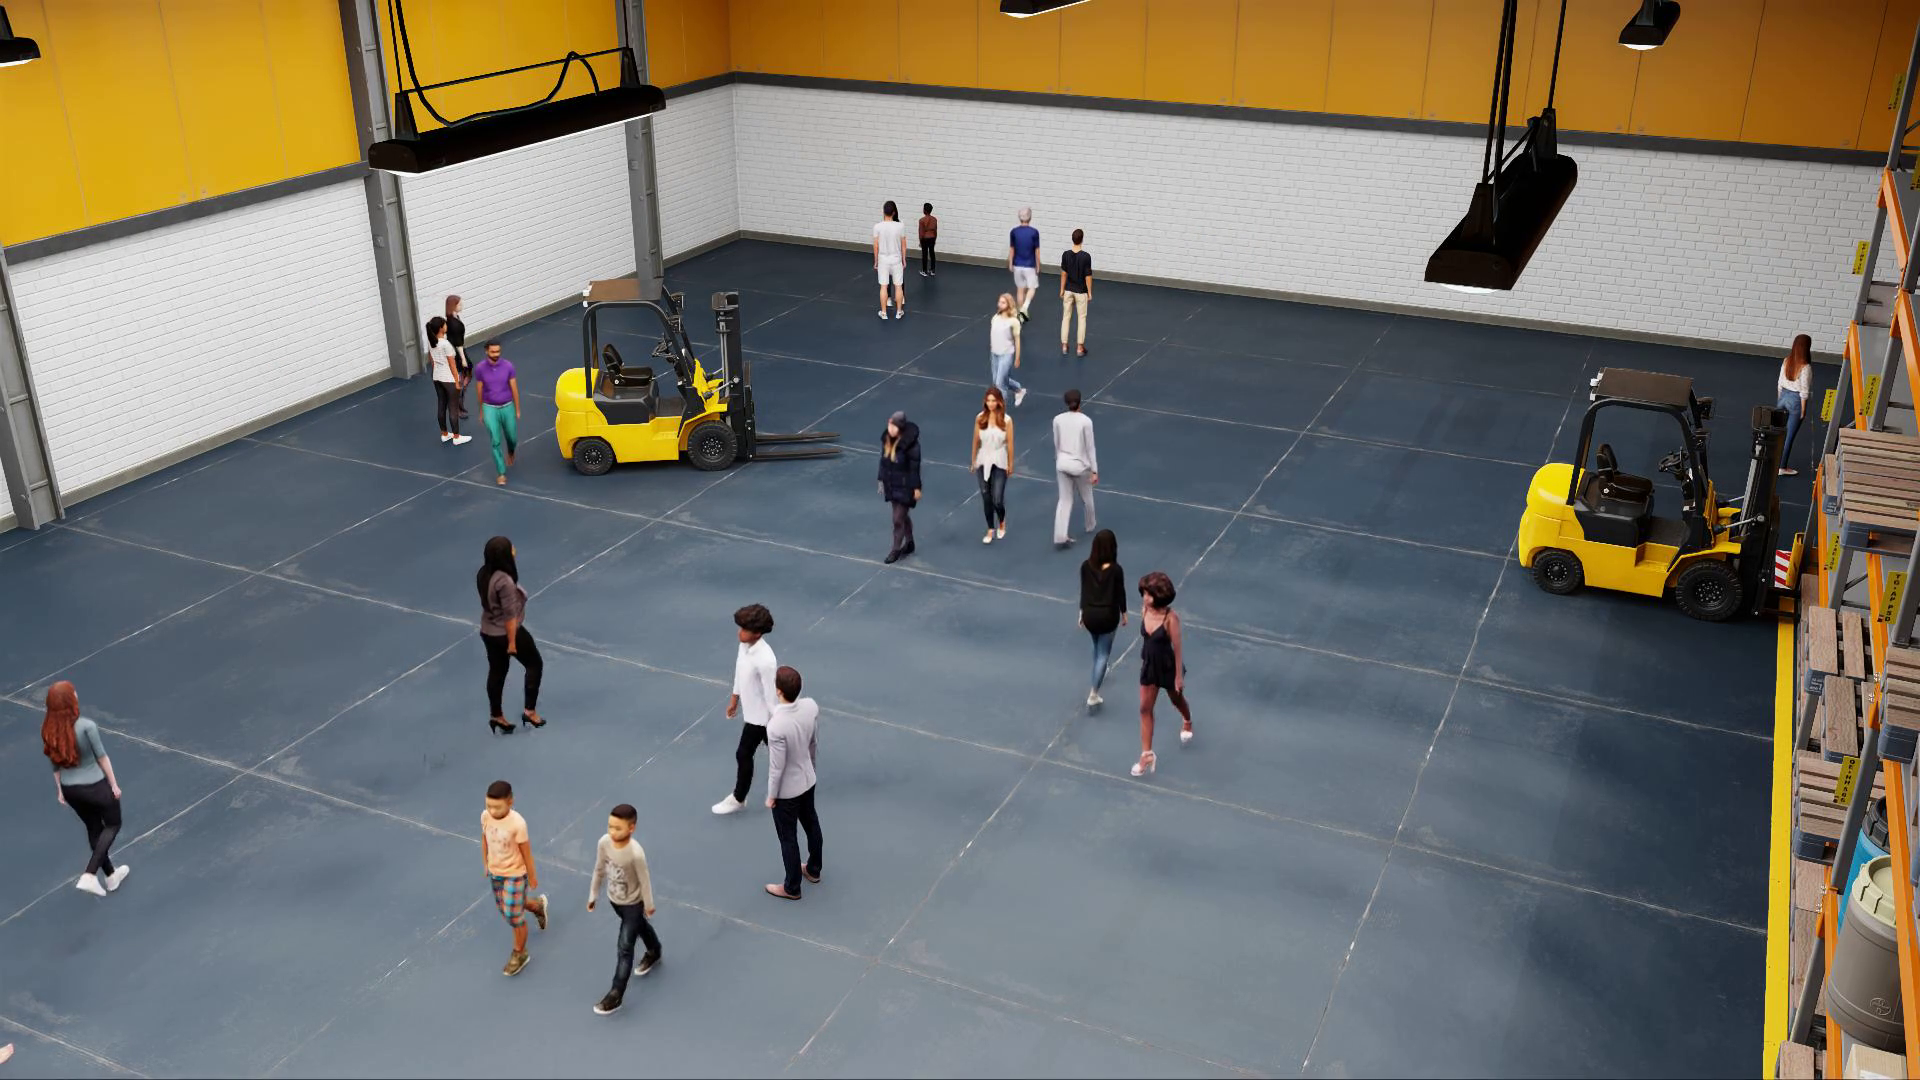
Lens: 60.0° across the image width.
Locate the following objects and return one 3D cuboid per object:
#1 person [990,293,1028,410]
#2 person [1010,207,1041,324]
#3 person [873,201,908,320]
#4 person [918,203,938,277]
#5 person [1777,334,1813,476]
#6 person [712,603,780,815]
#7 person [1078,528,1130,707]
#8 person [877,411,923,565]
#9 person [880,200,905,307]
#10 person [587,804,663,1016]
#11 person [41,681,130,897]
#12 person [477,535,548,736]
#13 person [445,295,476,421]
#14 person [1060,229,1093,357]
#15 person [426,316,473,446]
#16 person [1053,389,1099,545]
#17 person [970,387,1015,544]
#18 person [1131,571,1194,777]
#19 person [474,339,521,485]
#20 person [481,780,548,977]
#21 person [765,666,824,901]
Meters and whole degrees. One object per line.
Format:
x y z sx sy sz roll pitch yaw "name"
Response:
0.632 -2.417 21.830 0.845 1.707 1.054 22 32 40 "person"
0.998 -4.235 25.849 0.715 1.820 0.893 6 24 14 "person"
-1.101 -4.408 26.200 0.767 1.856 0.778 -4 24 -8 "person"
-0.557 -5.214 28.795 0.558 1.253 0.644 -13 27 -27 "person"
10.010 -1.643 20.033 0.707 1.728 0.642 -8 25 -17 "person"
-1.519 1.314 13.218 1.187 1.770 1.091 -10 26 -22 "person"
1.245 0.710 14.795 0.566 1.612 1.008 11 26 24 "person"
-0.565 -0.598 17.727 0.808 1.661 0.897 21 31 40 "person"
-1.113 -4.657 26.966 0.642 1.698 0.750 -15 28 -31 "person"
-2.190 2.387 11.190 0.655 1.428 1.019 15 28 31 "person"
-6.346 1.856 12.027 0.758 1.730 0.922 2 24 4 "person"
-3.974 0.861 14.184 0.745 1.825 0.786 19 30 36 "person"
-6.671 -2.369 21.738 0.778 1.693 0.718 -9 25 -19 "person"
1.709 -3.646 24.462 0.627 1.852 0.533 10 26 23 "person"
-6.500 -2.026 21.010 0.598 1.647 0.575 15 28 31 "person"
1.186 -0.754 18.043 0.742 1.693 1.047 13 27 27 "person"
0.380 -0.832 18.121 0.616 1.773 0.627 8 25 18 "person"
1.728 1.068 13.812 0.868 1.745 1.172 18 29 35 "person"
-5.509 -1.573 19.845 0.955 1.750 1.039 -6 24 -13 "person"
-3.071 2.253 11.478 0.587 1.443 0.842 8 25 19 "person"
-1.215 1.753 12.109 0.765 1.853 0.560 15 28 30 "person"
